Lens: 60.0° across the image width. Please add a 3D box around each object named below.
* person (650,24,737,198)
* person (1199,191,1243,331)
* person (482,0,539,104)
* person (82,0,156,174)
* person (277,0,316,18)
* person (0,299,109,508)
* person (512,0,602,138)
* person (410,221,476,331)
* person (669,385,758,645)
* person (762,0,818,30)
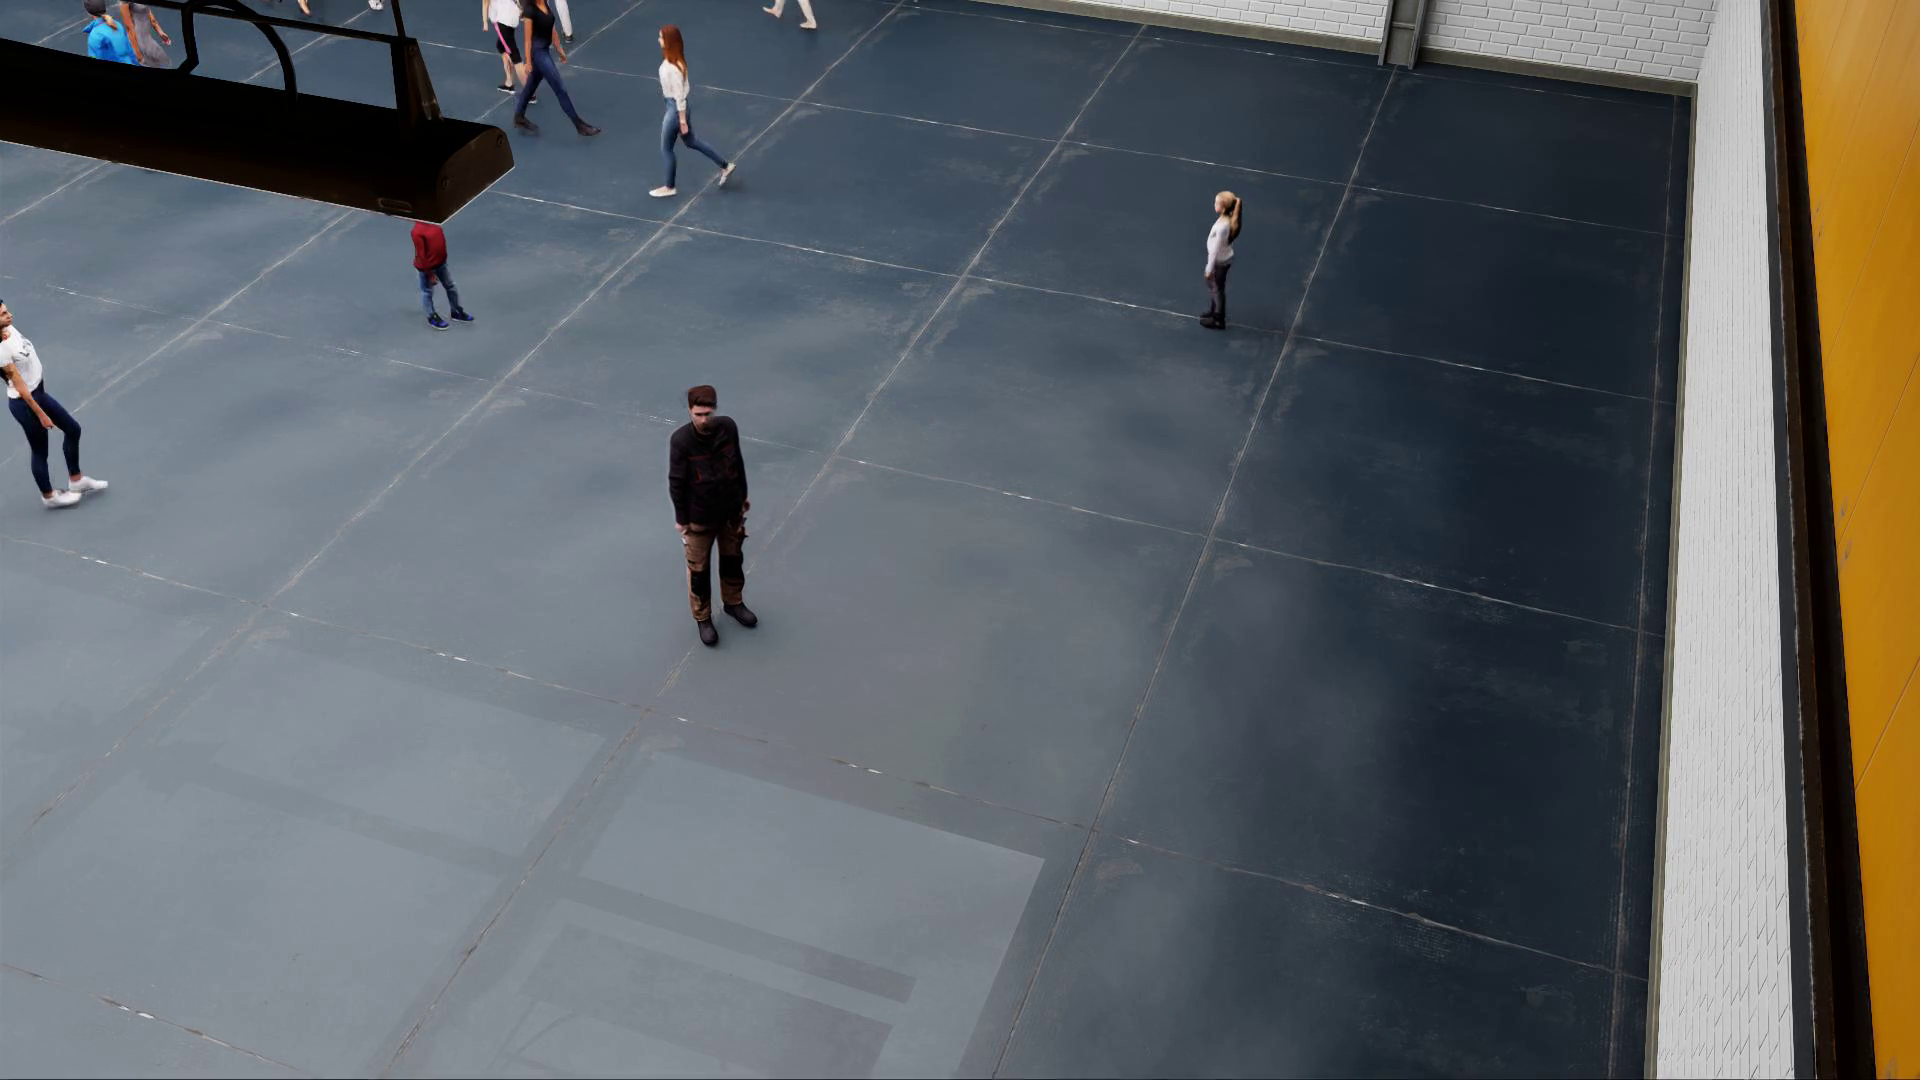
[{"bbox_3d":[-2.604,-4.097,15.902,1.160,1.701,0.897,-4,39,-5],"label":"person"},{"bbox_3d":[2.265,-2.351,14.057,0.514,1.274,0.504,15,41,17],"label":"person"},{"bbox_3d":[-4.713,-5.451,17.542,0.778,1.769,0.656,15,41,18],"label":"person"},{"bbox_3d":[-8.086,-4.437,16.258,0.717,1.788,0.708,3,39,3],"label":"person"},{"bbox_3d":[-8.011,-7.022,19.537,0.900,1.735,0.717,23,44,26],"label":"person"},{"bbox_3d":[-6.752,-0.944,11.907,0.831,1.759,0.772,-11,40,-14],"label":"person"},{"bbox_3d":[-4.345,-4.892,16.918,1.256,1.675,0.744,5,39,6],"label":"person"},{"bbox_3d":[-4.536,-2.362,14.094,0.600,1.246,0.505,15,41,18],"label":"person"},{"bbox_3d":[-1.608,-0.196,10.840,0.792,1.922,0.801,-24,45,-27],"label":"person"},{"bbox_3d":[-1.917,-6.737,19.226,1.107,1.677,0.748,25,45,28],"label":"person"}]
